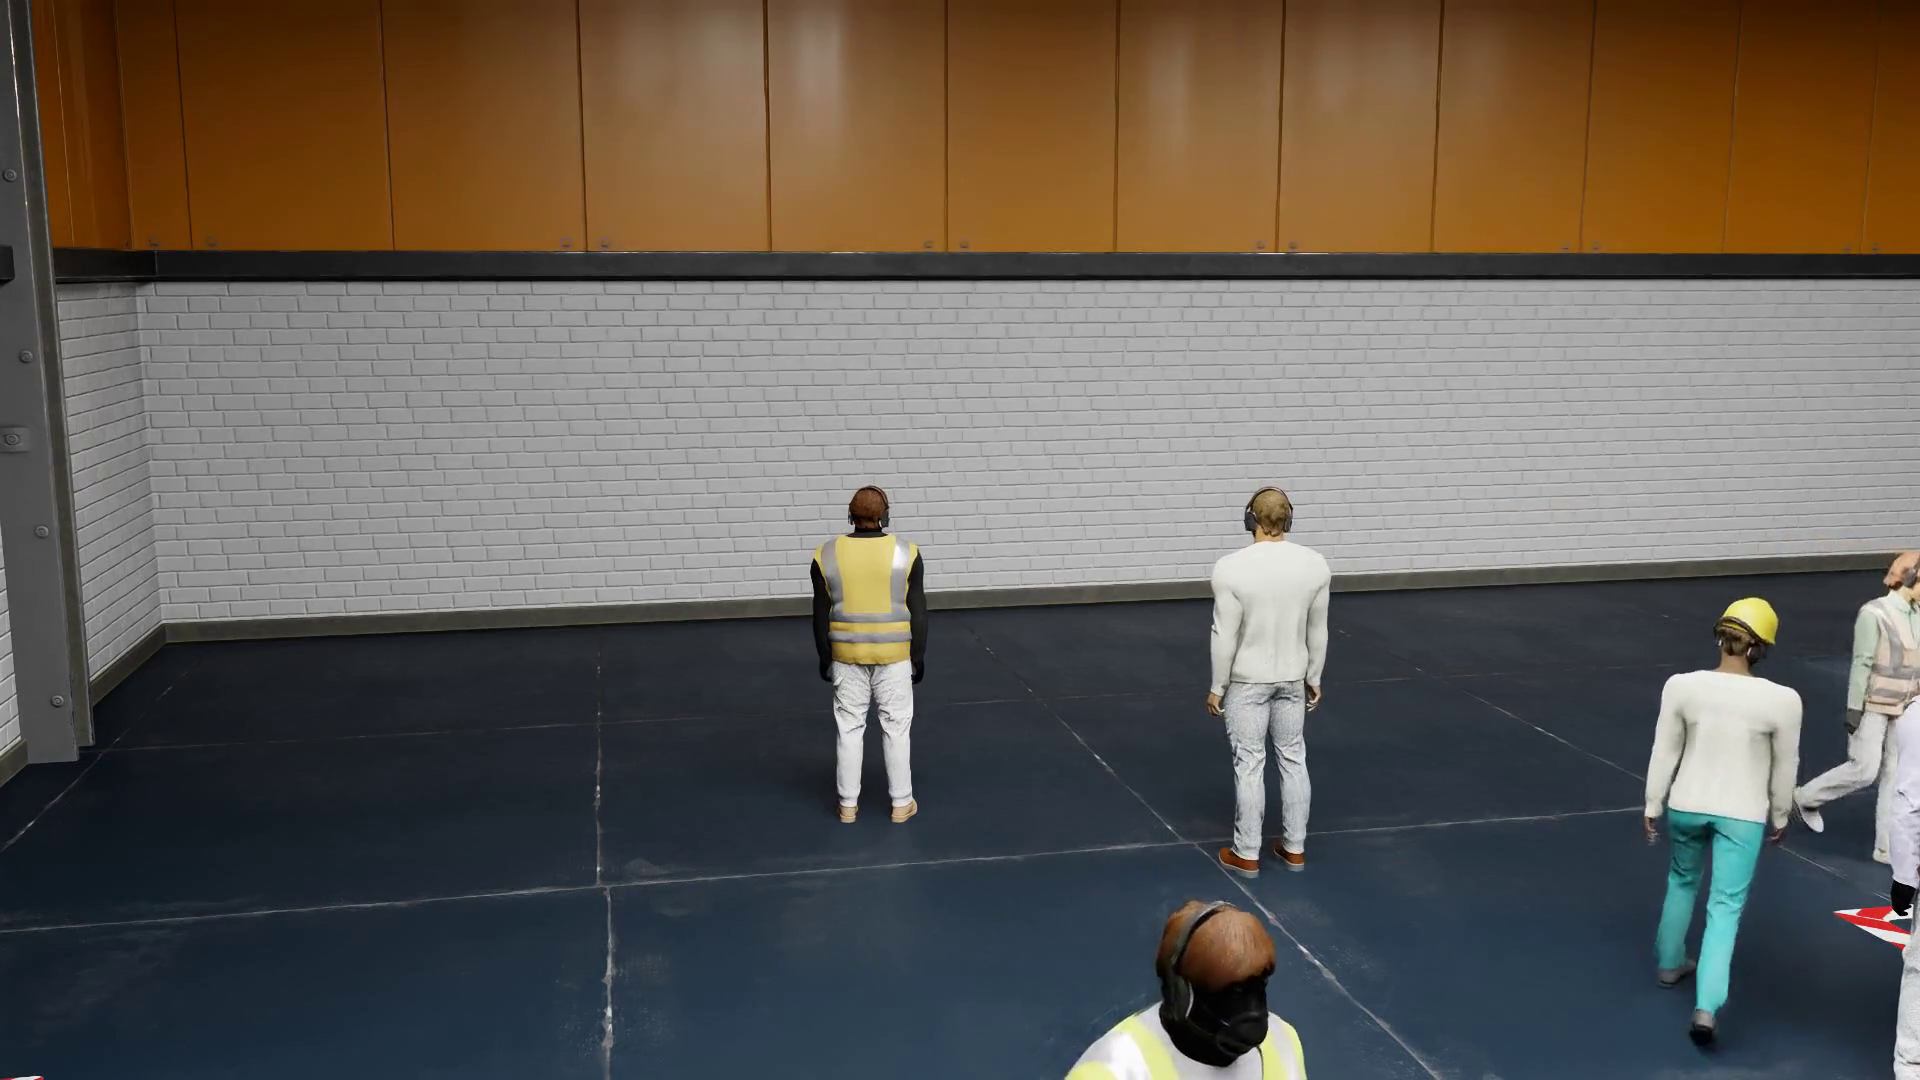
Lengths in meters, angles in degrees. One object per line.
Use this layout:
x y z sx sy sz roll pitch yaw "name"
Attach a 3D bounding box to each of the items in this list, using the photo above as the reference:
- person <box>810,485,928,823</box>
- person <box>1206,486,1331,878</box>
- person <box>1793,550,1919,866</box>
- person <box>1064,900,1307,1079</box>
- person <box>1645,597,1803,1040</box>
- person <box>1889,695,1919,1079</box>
-0.481 0.622 8.995 0.624 1.844 0.429 0 9 2 "person"
1.514 0.700 8.220 0.635 1.937 0.354 -3 10 -17 "person"
4.637 0.834 8.426 0.547 1.610 0.632 -4 10 -23 "person"
0.437 1.577 3.350 0.638 1.800 0.978 -5 11 -30 "person"
2.987 1.083 6.592 0.531 1.706 0.819 8 12 39 "person"
3.529 1.160 5.711 0.636 1.842 0.429 1 9 6 "person"
